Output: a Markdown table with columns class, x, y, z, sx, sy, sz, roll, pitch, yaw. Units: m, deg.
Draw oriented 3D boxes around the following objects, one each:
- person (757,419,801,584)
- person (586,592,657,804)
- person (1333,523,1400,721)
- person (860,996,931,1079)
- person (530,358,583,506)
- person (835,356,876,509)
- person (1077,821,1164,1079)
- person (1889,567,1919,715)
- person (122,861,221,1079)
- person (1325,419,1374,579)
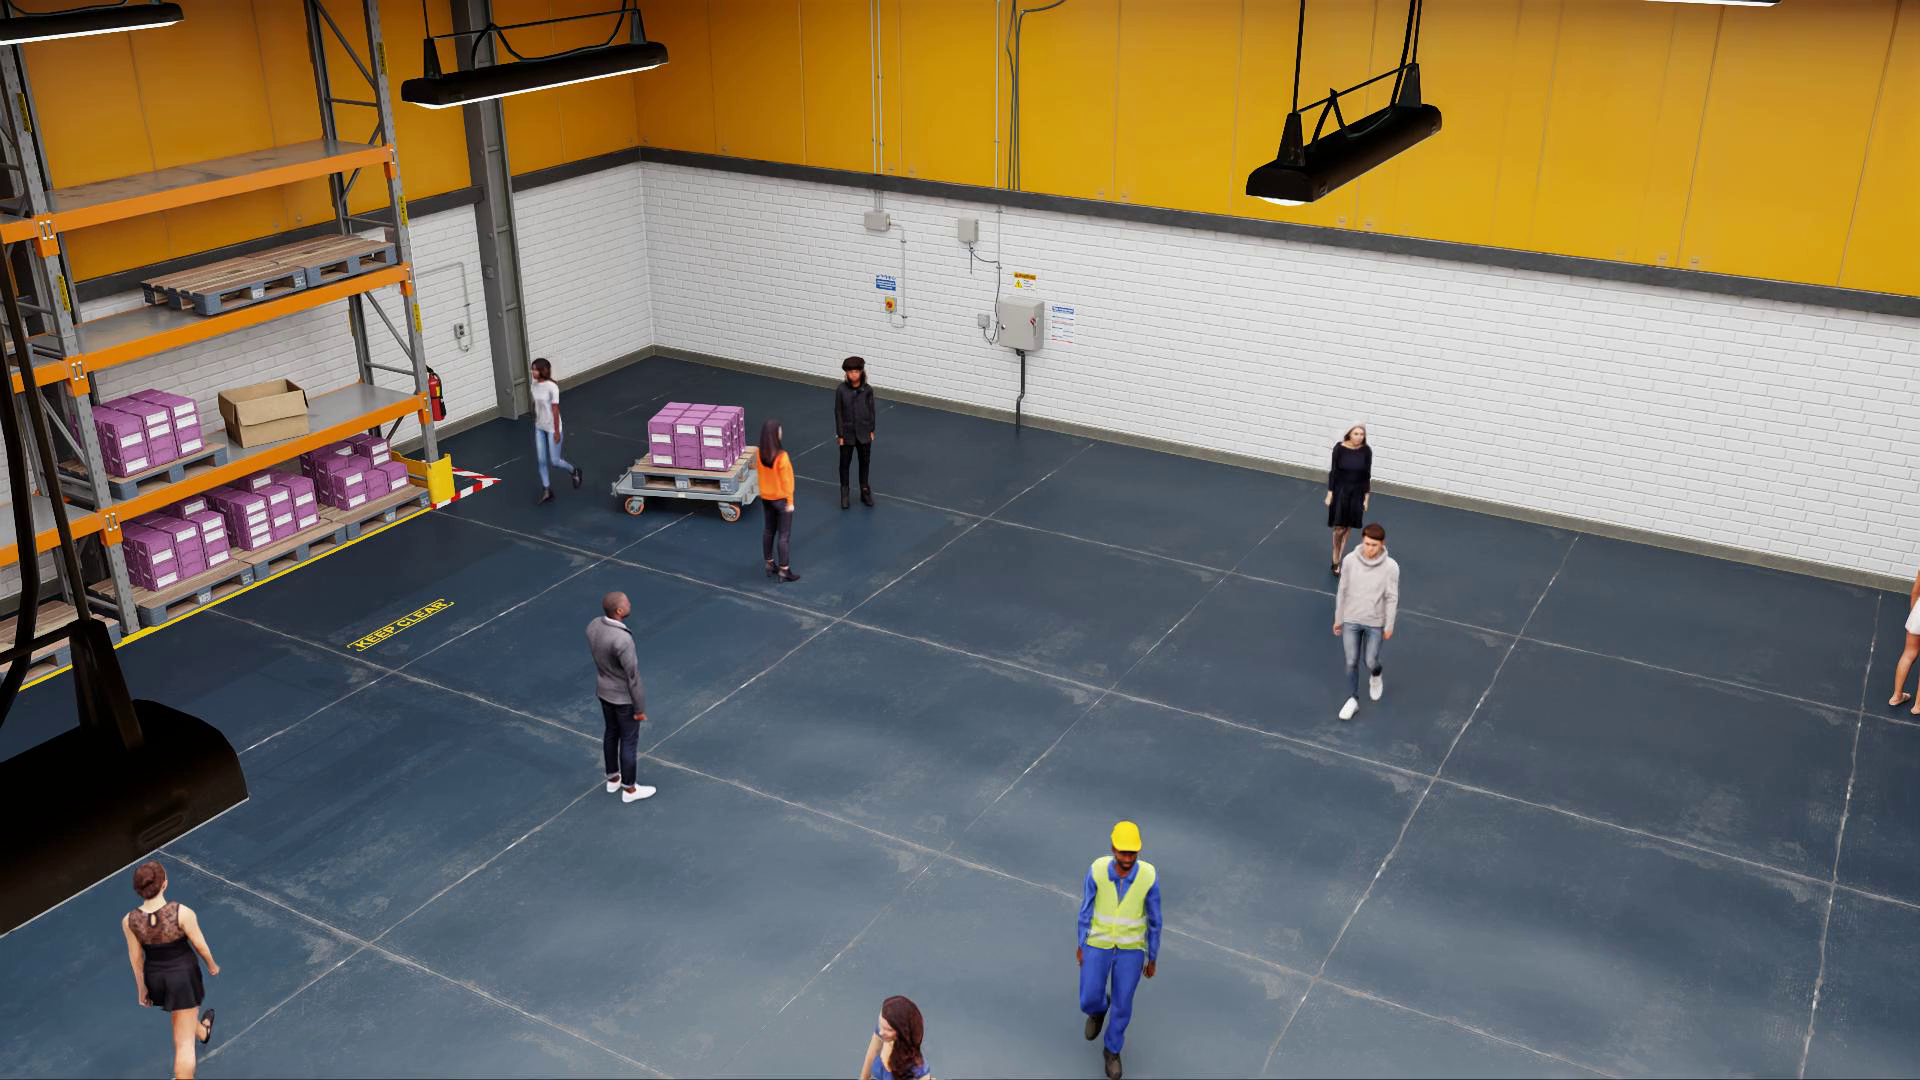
| class | x | y | z | sx | sy | sz | roll | pitch | yaw |
| --- | --- | --- | --- | --- | --- | --- | --- | --- | --- |
| person | -1.899 | -0.412 | 17.126 | 0.653 | 1.749 | 0.682 | -20 | 30 | -38 |
| person | -2.729 | 1.240 | 13.265 | 0.768 | 1.814 | 0.674 | 21 | 31 | 39 |
| person | 3.567 | 0.667 | 14.548 | 0.673 | 1.837 | 0.852 | 12 | 26 | 26 |
| person | -0.228 | 3.167 | 8.954 | 1.271 | 1.736 | 1.091 | -10 | 26 | -22 |
| person | -4.679 | -1.271 | 19.145 | 0.591 | 1.706 | 0.872 | 14 | 27 | 29 |
| person | -1.203 | -1.257 | 19.020 | 0.725 | 1.780 | 0.779 | -5 | 24 | -11 |
| person | 0.975 | 2.489 | 10.420 | 0.844 | 1.805 | 0.918 | 3 | 24 | 6 |
| person | 8.524 | 0.716 | 14.611 | 0.691 | 1.697 | 0.662 | -13 | 27 | -27 |
| person | -4.783 | 2.737 | 10.066 | 0.975 | 1.634 | 1.158 | -1 | 24 | -3 |
| person | 3.988 | -0.451 | 17.231 | 0.755 | 1.737 | 0.825 | -1 | 24 | -1 |
